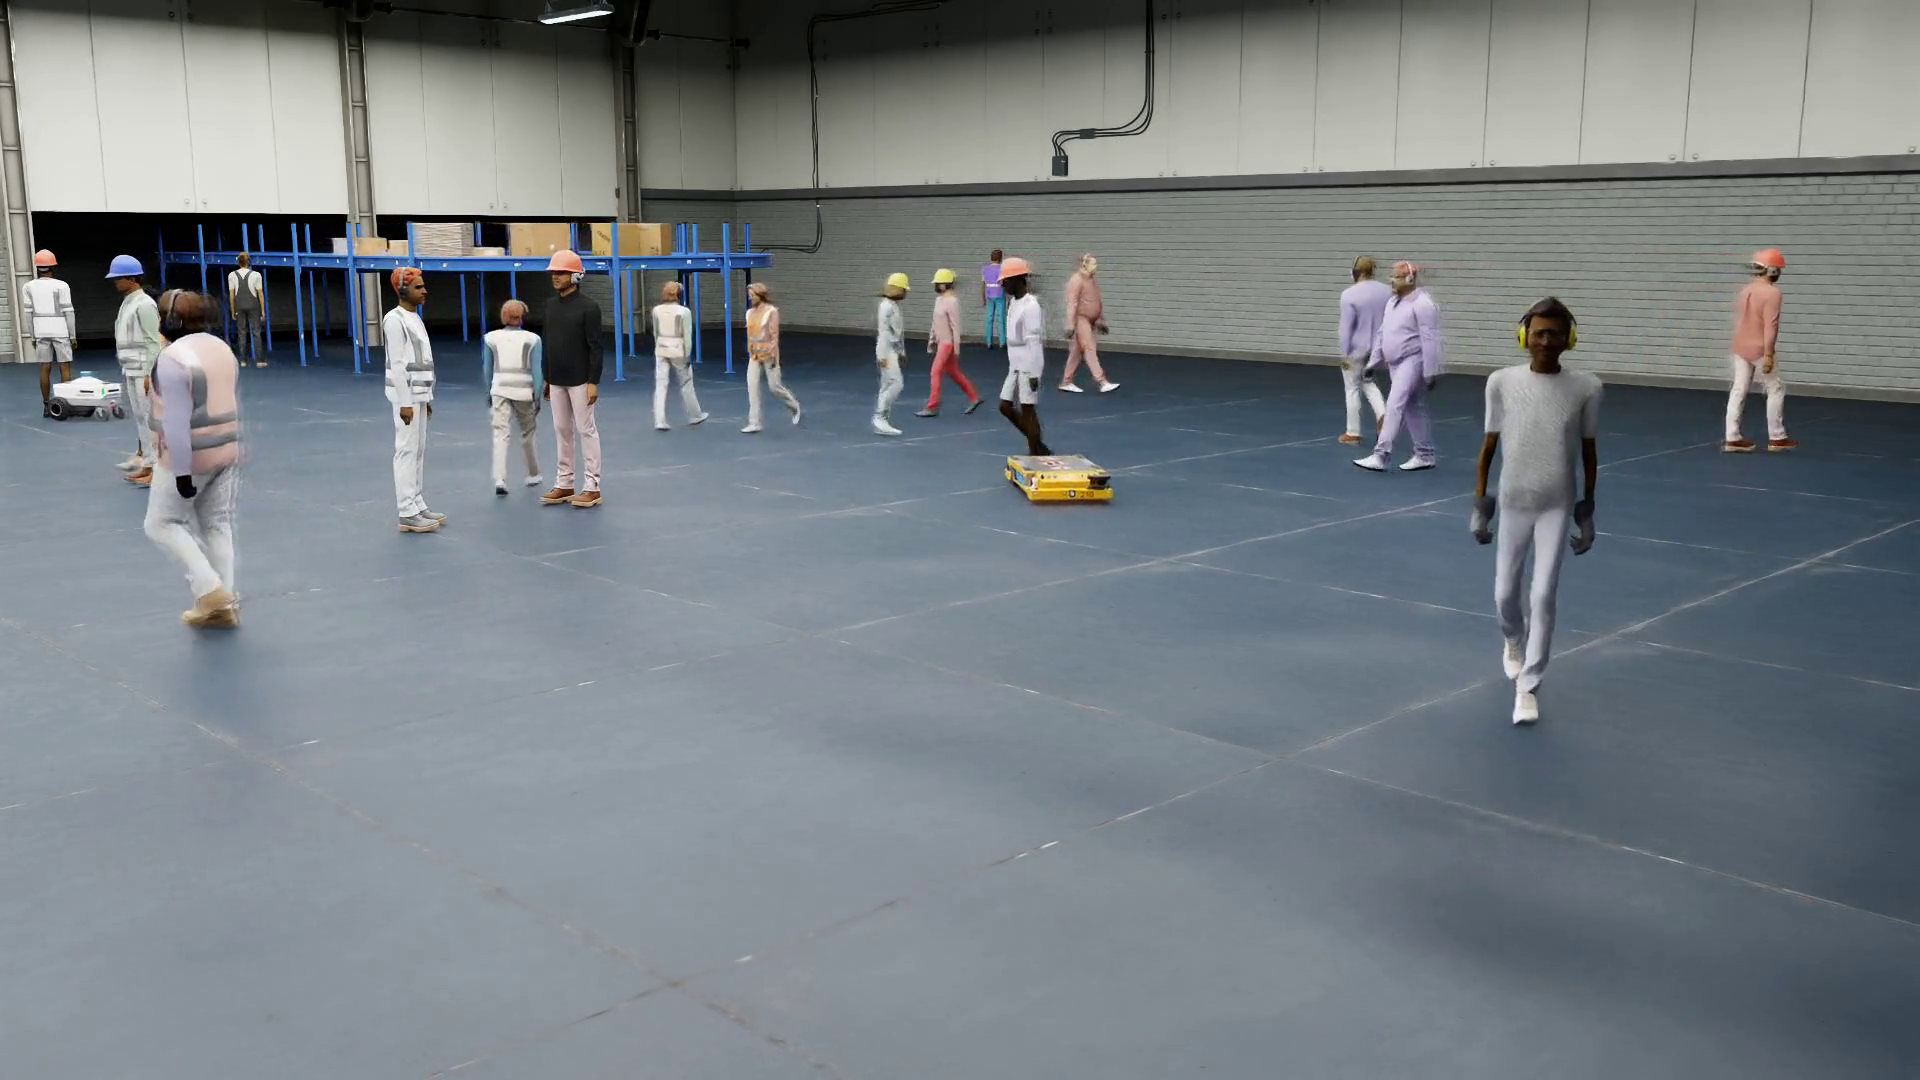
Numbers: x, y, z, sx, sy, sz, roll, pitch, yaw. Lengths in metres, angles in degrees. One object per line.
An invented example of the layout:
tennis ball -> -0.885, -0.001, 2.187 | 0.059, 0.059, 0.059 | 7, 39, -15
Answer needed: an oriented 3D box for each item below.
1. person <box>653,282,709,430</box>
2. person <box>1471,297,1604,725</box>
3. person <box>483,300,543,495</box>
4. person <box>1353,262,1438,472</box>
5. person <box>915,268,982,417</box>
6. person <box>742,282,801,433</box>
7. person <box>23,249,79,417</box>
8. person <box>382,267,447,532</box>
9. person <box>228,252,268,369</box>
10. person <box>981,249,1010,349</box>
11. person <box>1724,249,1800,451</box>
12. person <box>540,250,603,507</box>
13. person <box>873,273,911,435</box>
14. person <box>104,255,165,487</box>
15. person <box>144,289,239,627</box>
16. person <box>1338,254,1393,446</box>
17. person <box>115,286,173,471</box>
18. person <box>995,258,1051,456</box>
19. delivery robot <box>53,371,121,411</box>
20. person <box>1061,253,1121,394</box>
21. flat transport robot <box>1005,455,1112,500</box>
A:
person -> -3.106, -2.018, 18.217 | 0.532, 1.595, 0.840 | 4, 11, 22
person -> 2.565, -0.159, 7.415 | 0.530, 1.854, 0.712 | 4, 11, 22
person -> -3.703, -1.186, 13.750 | 0.521, 1.590, 0.901 | 0, 10, 1
person -> 3.890, -1.538, 14.894 | 0.939, 1.870, 0.660 | -2, 11, -11
person -> -0.116, -2.327, 19.557 | 0.863, 1.727, 0.523 | -4, 11, -19
person -> -2.071, -1.979, 17.977 | 0.518, 1.609, 0.706 | 8, 13, 36
person -> -10.617, -2.415, 19.468 | 0.543, 1.943, 0.348 | -1, 10, -3
person -> -3.951, -1.018, 12.012 | 0.355, 1.883, 0.574 | -1, 10, -5
person -> -11.373, -3.667, 26.558 | 0.515, 1.843, 0.326 | -2, 11, -11
person -> 0.667, -4.508, 31.138 | 0.563, 1.847, 0.392 | 5, 11, 25
person -> 7.917, -1.843, 16.263 | 0.836, 1.964, 0.653 | -2, 11, -9
person -> -3.058, -1.266, 13.050 | 0.612, 1.997, 0.375 | 6, 12, 32
person -> -0.729, -1.966, 17.641 | 0.441, 1.715, 0.544 | 3, 11, 14
person -> -6.959, -1.434, 14.108 | 0.409, 1.943, 0.615 | -9, 14, -41
person -> -4.115, -0.427, 8.932 | 0.452, 1.825, 0.638 | 2, 11, 10
person -> 4.083, -1.902, 16.719 | 0.645, 1.922, 0.535 | -5, 12, -26
person -> -7.170, -1.414, 14.747 | 0.778, 1.652, 0.555 | -9, 14, -40
person -> 0.538, -1.516, 14.643 | 0.447, 1.912, 0.657 | -3, 11, -17
delivery robot -> -10.106, -1.709, 19.264 | 0.707, 0.478, 0.477 | 2, 11, 12
person -> 1.757, -2.874, 22.169 | 0.977, 1.856, 0.667 | 6, 12, 28
flat transport robot -> 0.804, -0.538, 13.905 | 0.652, 0.197, 1.431 | -1, 10, -7
